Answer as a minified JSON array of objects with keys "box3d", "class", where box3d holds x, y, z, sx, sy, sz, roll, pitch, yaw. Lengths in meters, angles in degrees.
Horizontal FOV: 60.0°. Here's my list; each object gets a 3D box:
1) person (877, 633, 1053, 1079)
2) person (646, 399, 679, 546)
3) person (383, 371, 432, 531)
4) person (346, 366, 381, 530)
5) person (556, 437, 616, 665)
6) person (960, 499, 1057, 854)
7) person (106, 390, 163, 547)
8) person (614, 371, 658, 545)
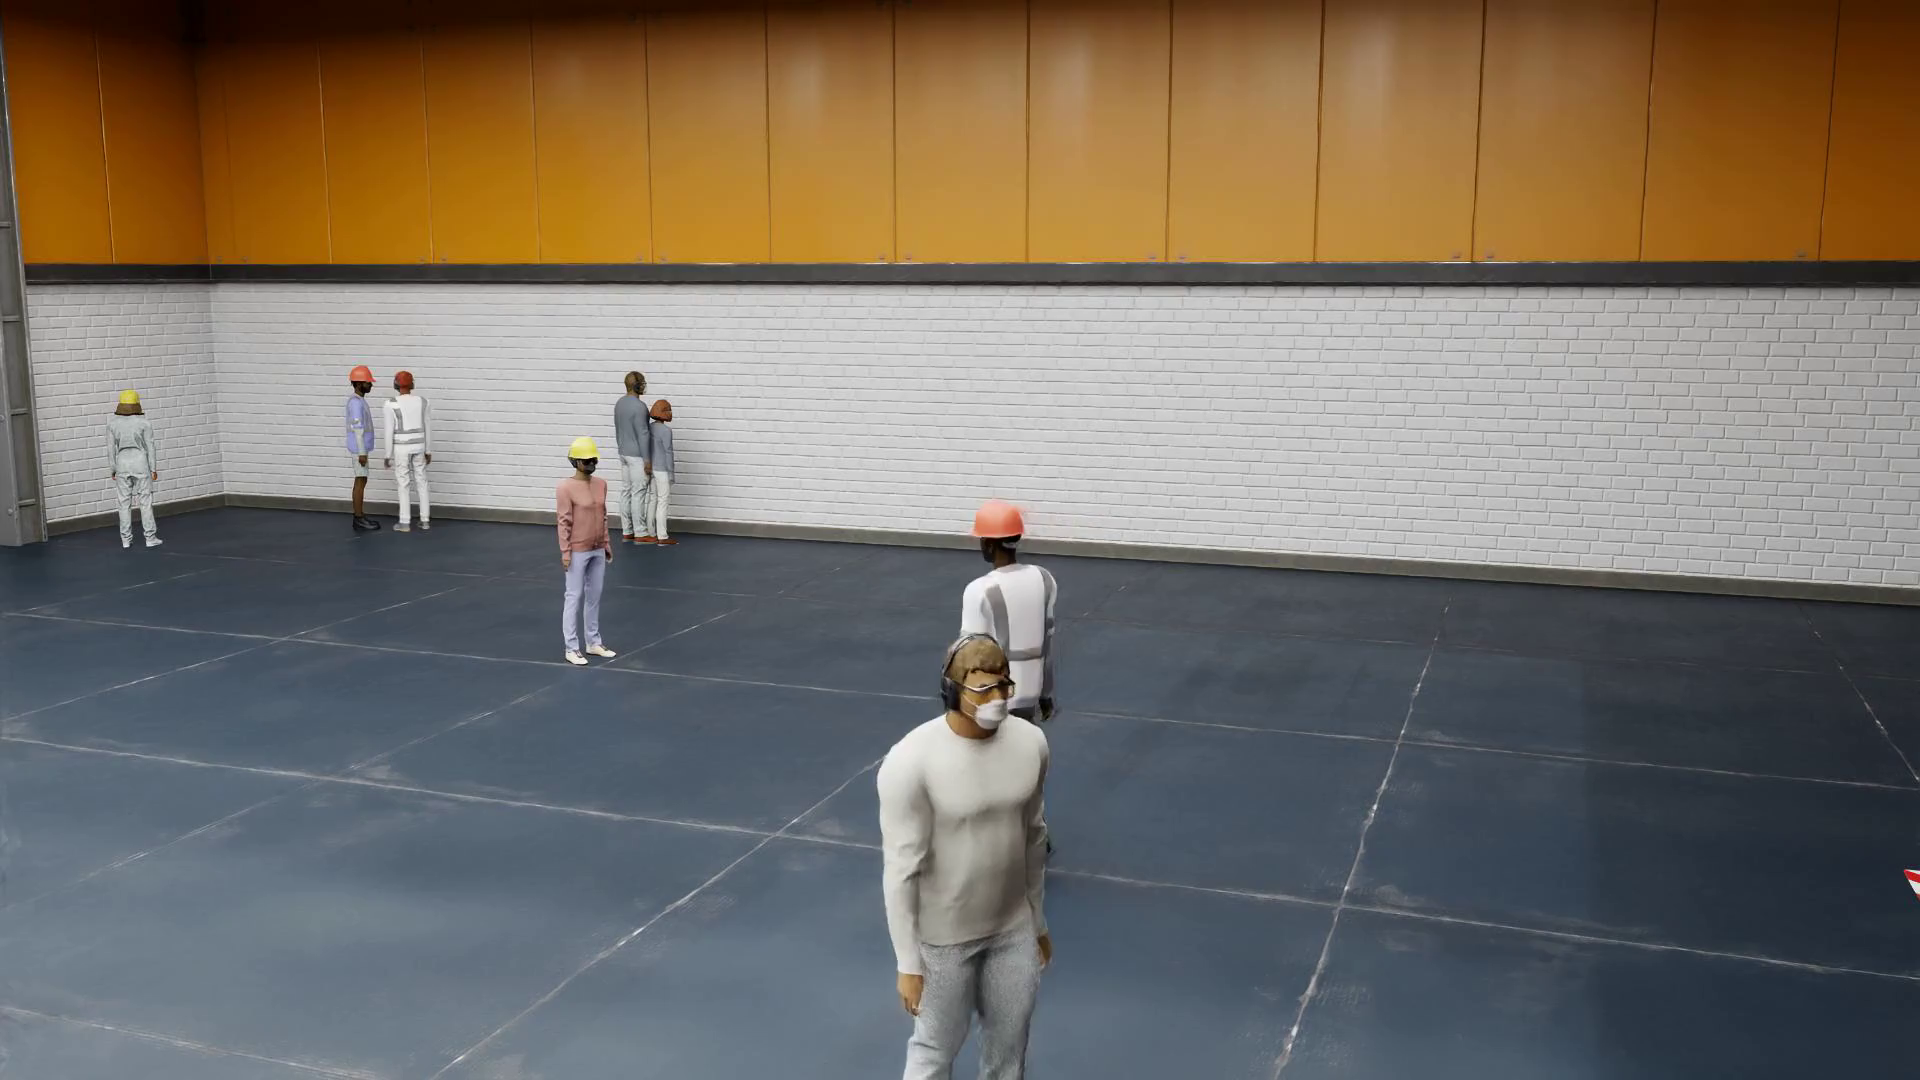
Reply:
[{"box3d":[0.045,1.240,5.223,0.642,1.939,0.412,-6,11,-35],"class":"person"},{"box3d":[-3.336,-0.755,18.548,0.288,1.627,0.497,-8,12,-39],"class":"person"},{"box3d":[-6.472,-1.039,19.509,0.602,1.881,0.343,-9,13,-44],"class":"person"},{"box3d":[-7.029,-1.083,19.605,0.375,1.935,0.551,-3,10,-20],"class":"person"},{"box3d":[-2.899,0.078,12.936,0.315,1.767,0.535,5,11,30],"class":"person"},{"box3d":[0.209,0.749,8.293,0.567,1.918,0.402,-8,12,-39],"class":"person"},{"box3d":[-9.134,-0.790,18.388,0.493,1.743,0.311,-2,9,-10],"class":"person"},{"box3d":[-3.624,-0.918,18.577,0.370,1.940,0.627,-7,12,-37],"class":"person"}]
